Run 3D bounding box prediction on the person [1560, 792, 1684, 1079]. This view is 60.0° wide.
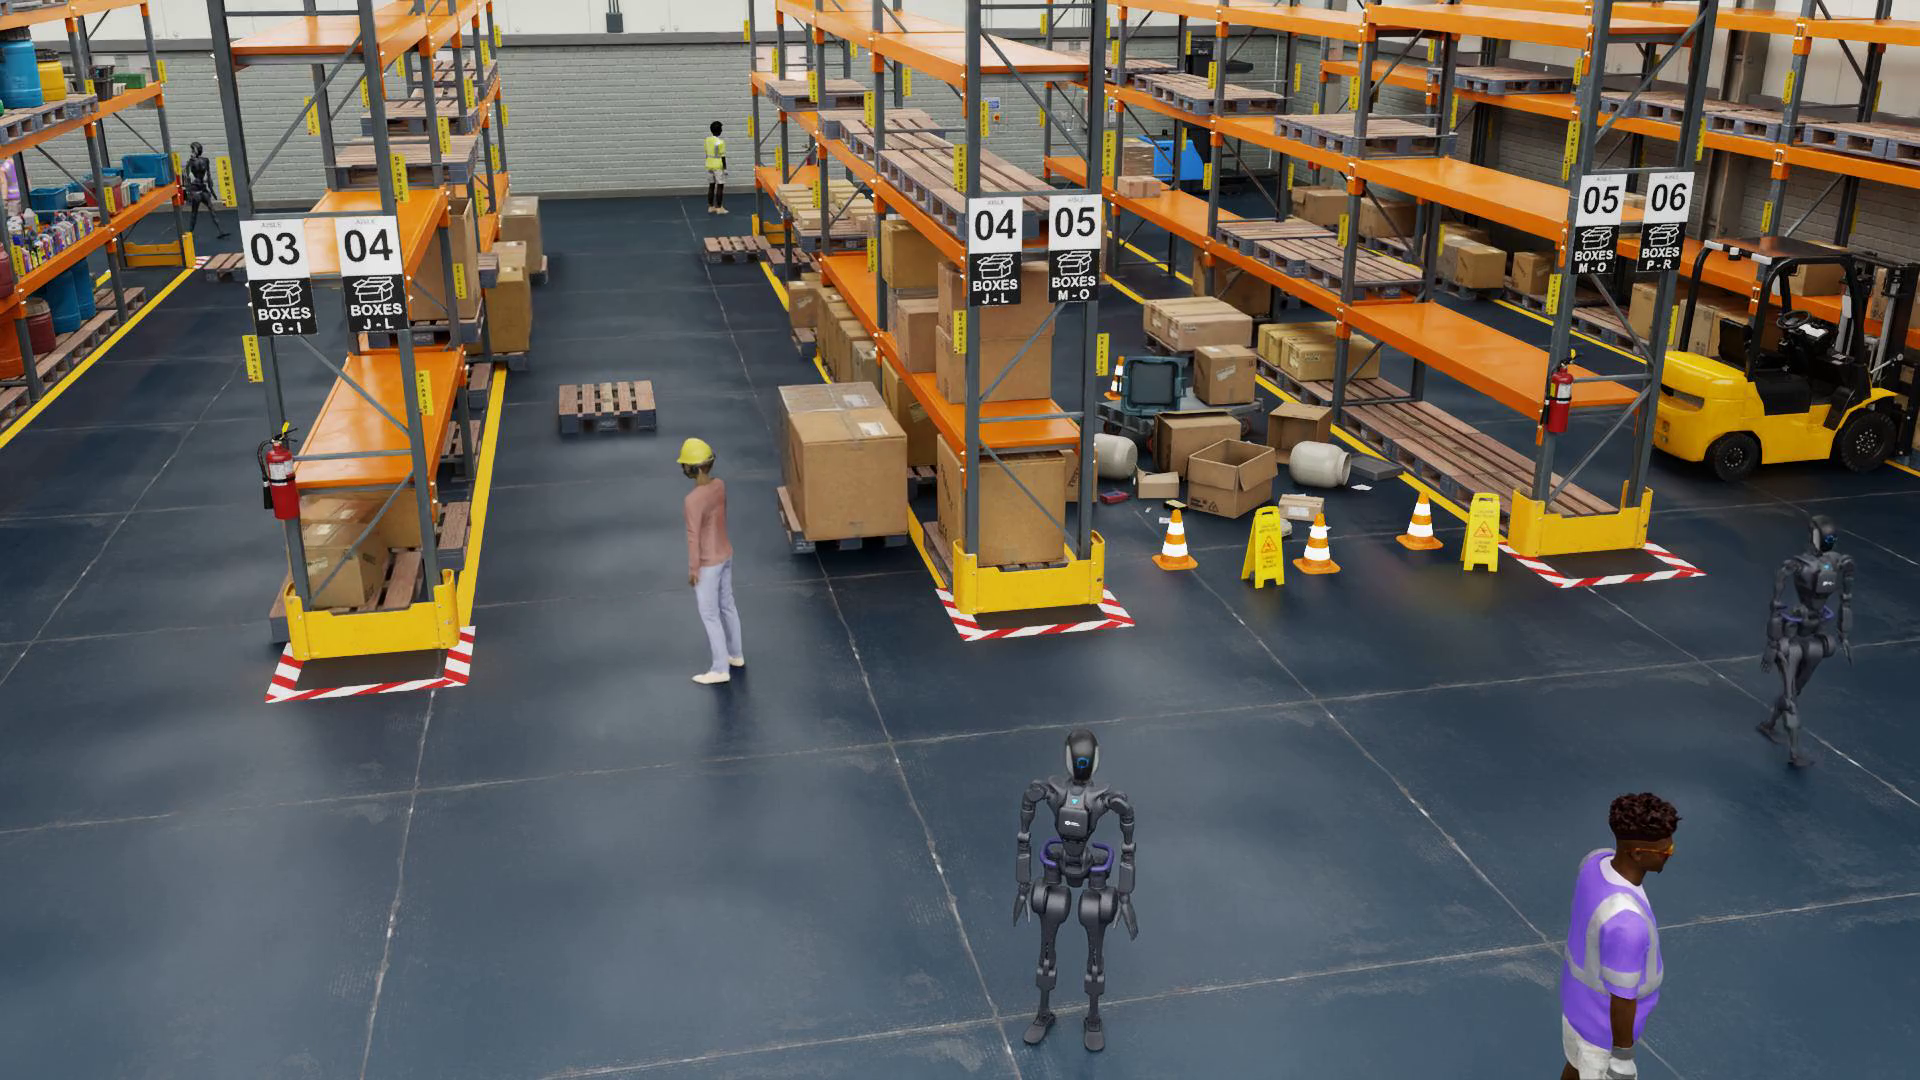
[{"bbox_3d":[2.600,1.891,6.676,0.361,1.964,0.612,2,21,7],"label":"person"}]

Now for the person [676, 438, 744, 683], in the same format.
[{"bbox_3d":[-1.779,0.137,11.718,0.399,1.751,0.527,6,21,15],"label":"person"}]

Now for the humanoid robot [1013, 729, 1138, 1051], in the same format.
[{"bbox_3d":[0.545,1.631,7.765,0.599,1.659,0.315,5,21,12],"label":"humanoid robot"}]

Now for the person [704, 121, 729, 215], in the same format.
[{"bbox_3d":[-4.482,-6.841,30.584,0.538,1.686,0.319,17,26,38],"label":"person"}]

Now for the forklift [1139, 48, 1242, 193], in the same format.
[{"bbox_3d":[4.566,-8.313,32.860,1.873,2.768,1.129,-4,21,-12],"label":"forklift"}]

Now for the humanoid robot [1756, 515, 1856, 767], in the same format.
[{"bbox_3d":[5.397,0.629,10.533,0.593,1.632,0.744,-3,21,-8],"label":"humanoid robot"}]

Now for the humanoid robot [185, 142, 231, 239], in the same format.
[{"bbox_3d":[-12.868,-5.910,28.161,0.785,1.620,0.608,6,21,17],"label":"humanoid robot"}]

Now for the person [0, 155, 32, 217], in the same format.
[{"bbox_3d":[-15.368,-5.563,27.147,0.348,1.688,0.491,11,23,28],"label":"person"}]

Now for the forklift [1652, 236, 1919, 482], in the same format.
[{"bbox_3d":[8.013,-1.814,16.330,2.313,2.155,1.214,-4,21,-12],"label":"forklift"}]
